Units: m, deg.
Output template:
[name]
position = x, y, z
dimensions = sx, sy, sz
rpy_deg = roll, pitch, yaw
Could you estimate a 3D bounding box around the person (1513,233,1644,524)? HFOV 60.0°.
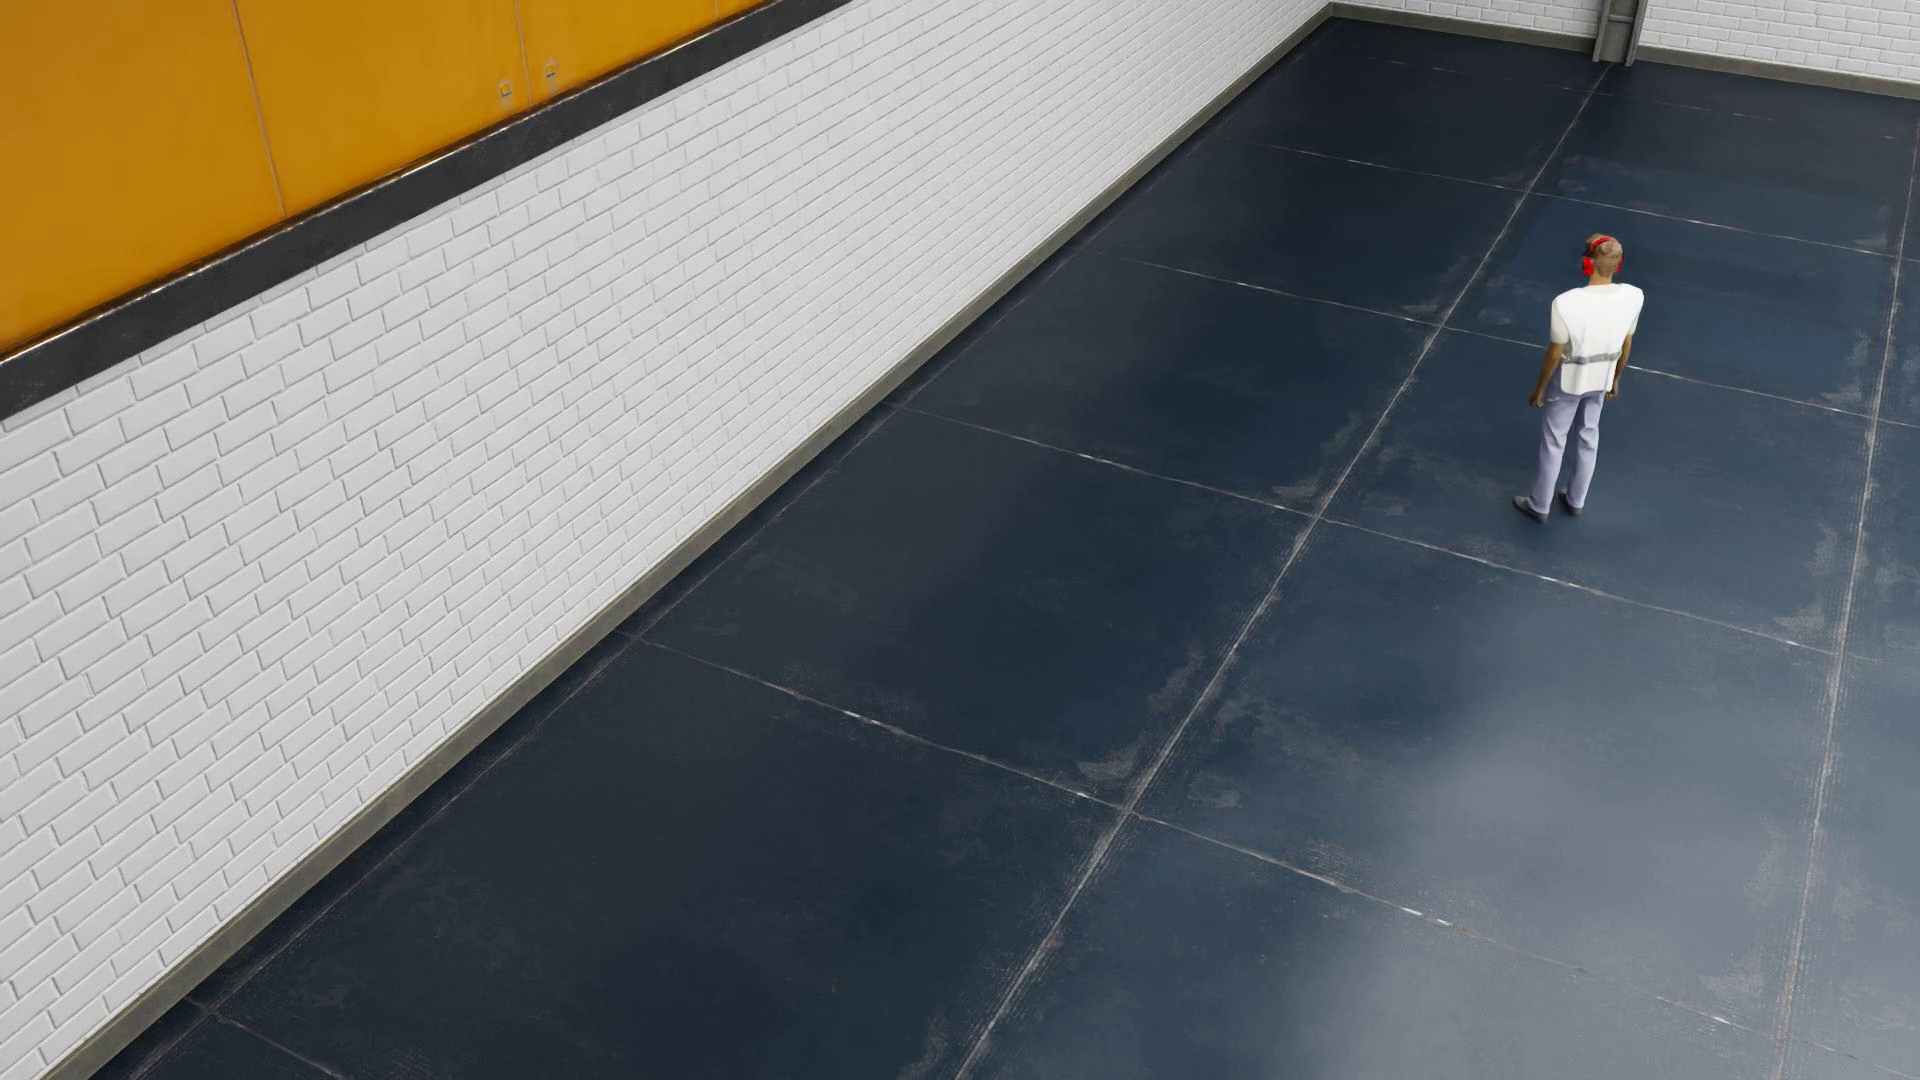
[person]
position = 3.708, -0.930, 9.952
dimensions = 0.568, 1.839, 0.373
rpy_deg = -7, 35, -11
